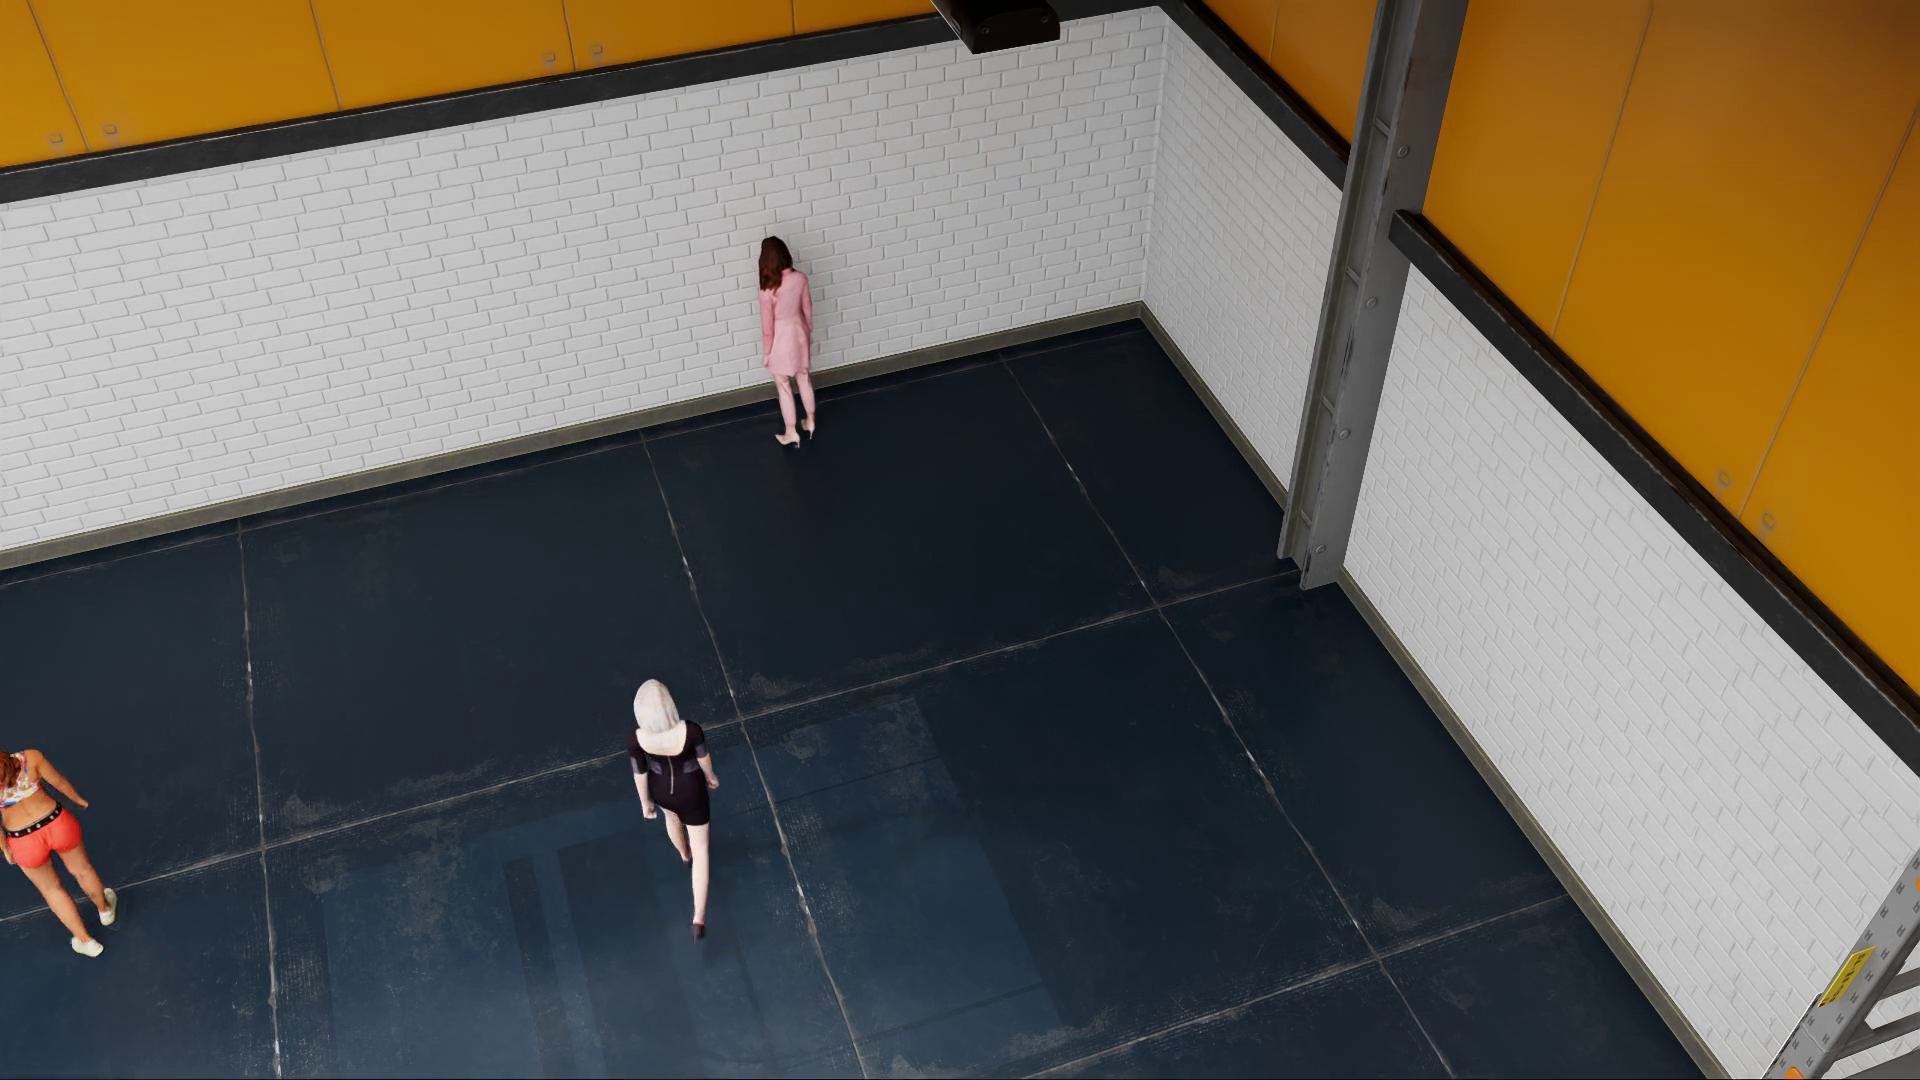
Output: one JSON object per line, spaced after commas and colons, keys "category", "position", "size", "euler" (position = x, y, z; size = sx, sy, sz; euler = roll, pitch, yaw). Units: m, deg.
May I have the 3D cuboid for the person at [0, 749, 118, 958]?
{"category": "person", "position": [-5.035, 1.624, 9.122], "size": [0.763, 1.787, 0.819], "euler": [-27, 50, -25]}

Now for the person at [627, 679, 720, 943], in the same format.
{"category": "person", "position": [-1.556, 1.493, 9.248], "size": [0.805, 1.801, 1.165], "euler": [-2, 44, -2]}

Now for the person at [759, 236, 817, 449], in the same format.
{"category": "person", "position": [-1.278, -1.447, 12.335], "size": [0.688, 1.801, 0.650], "euler": [-31, 52, -29]}
